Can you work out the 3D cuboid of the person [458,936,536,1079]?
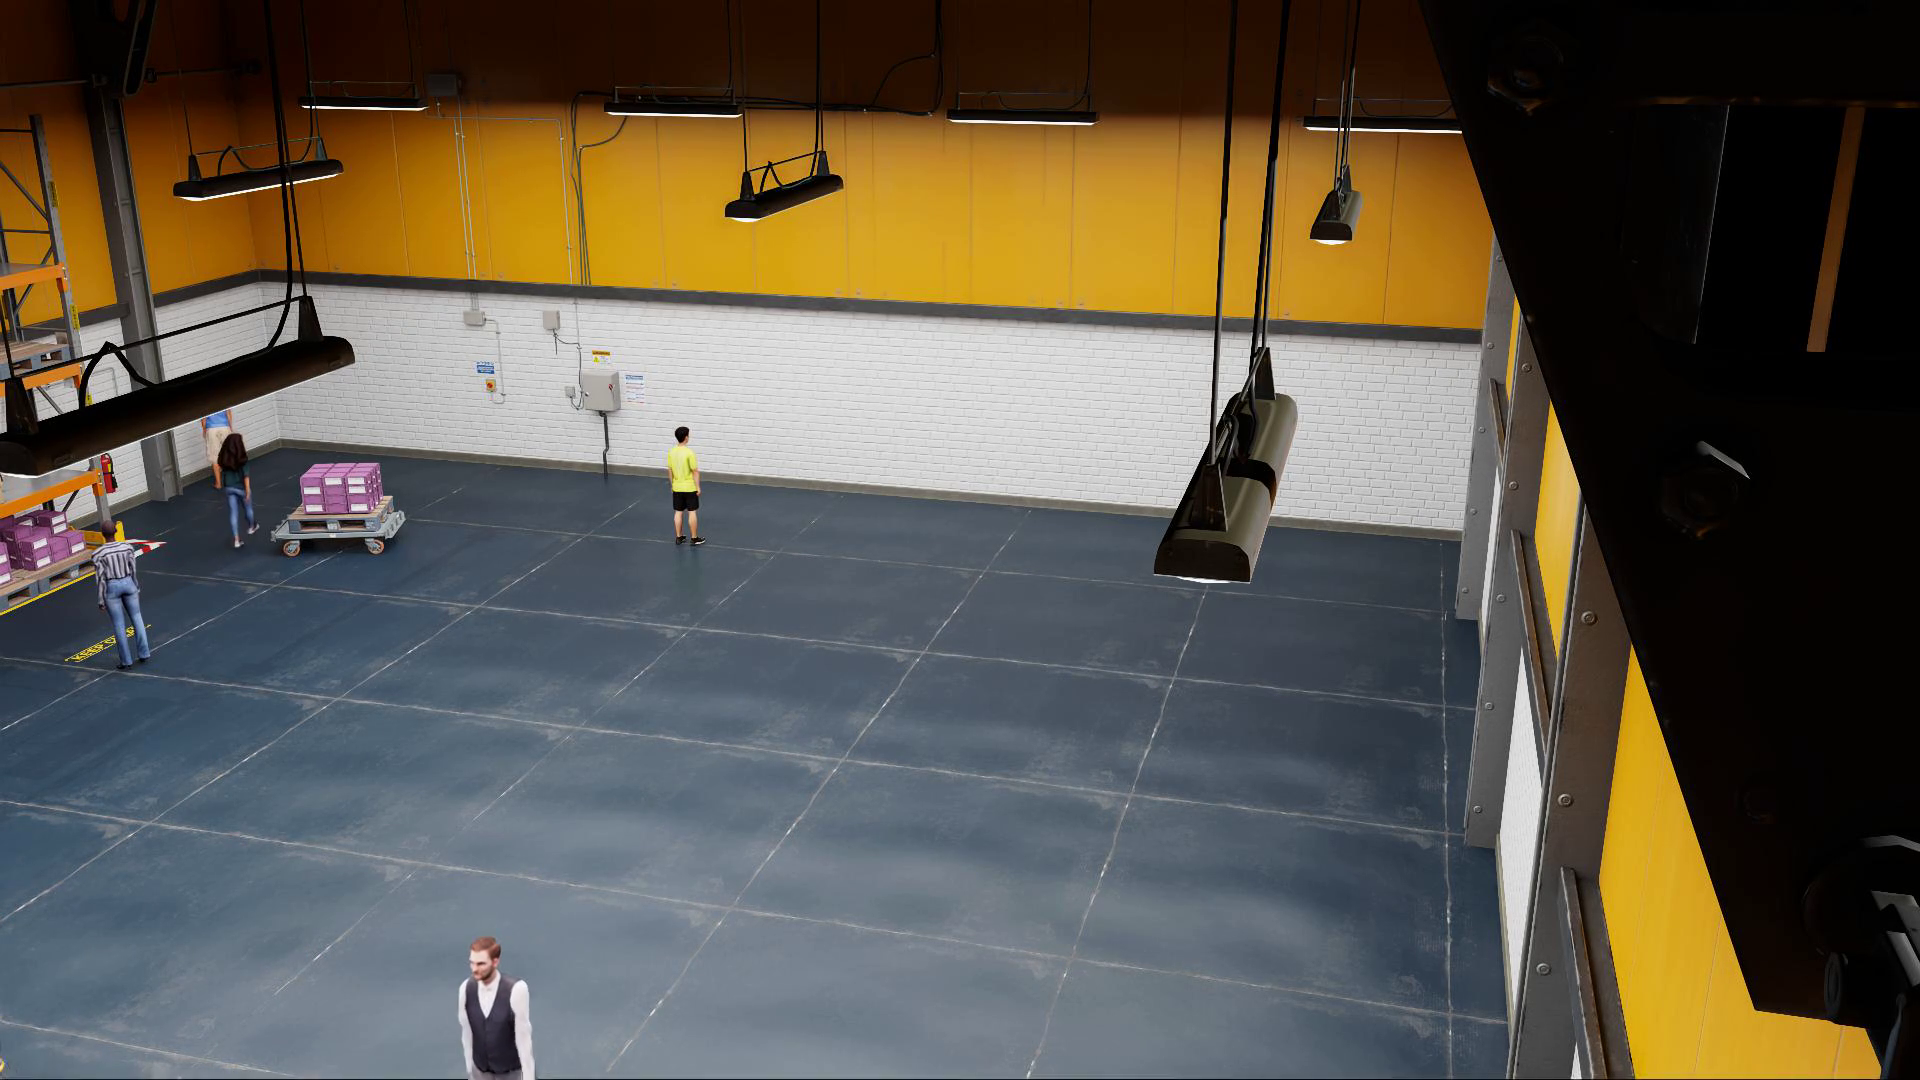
[{"bbox_3d":[-2.924,3.384,10.800,0.706,1.922,0.968,3,19,10],"label":"person"}]

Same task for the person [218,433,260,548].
[{"bbox_3d":[-10.195,-0.662,23.378,0.810,1.563,1.163,-1,19,-2],"label":"person"}]

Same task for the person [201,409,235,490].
[{"bbox_3d":[-11.643,-1.737,26.102,0.736,1.862,0.794,-10,21,-28],"label":"person"}]

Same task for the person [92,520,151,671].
[{"bbox_3d":[-9.683,0.626,19.189,0.756,1.796,0.618,15,24,38],"label":"person"}]

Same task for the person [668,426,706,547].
[{"bbox_3d":[-3.883,-0.767,23.462,0.636,1.709,0.560,7,20,20],"label":"person"}]
